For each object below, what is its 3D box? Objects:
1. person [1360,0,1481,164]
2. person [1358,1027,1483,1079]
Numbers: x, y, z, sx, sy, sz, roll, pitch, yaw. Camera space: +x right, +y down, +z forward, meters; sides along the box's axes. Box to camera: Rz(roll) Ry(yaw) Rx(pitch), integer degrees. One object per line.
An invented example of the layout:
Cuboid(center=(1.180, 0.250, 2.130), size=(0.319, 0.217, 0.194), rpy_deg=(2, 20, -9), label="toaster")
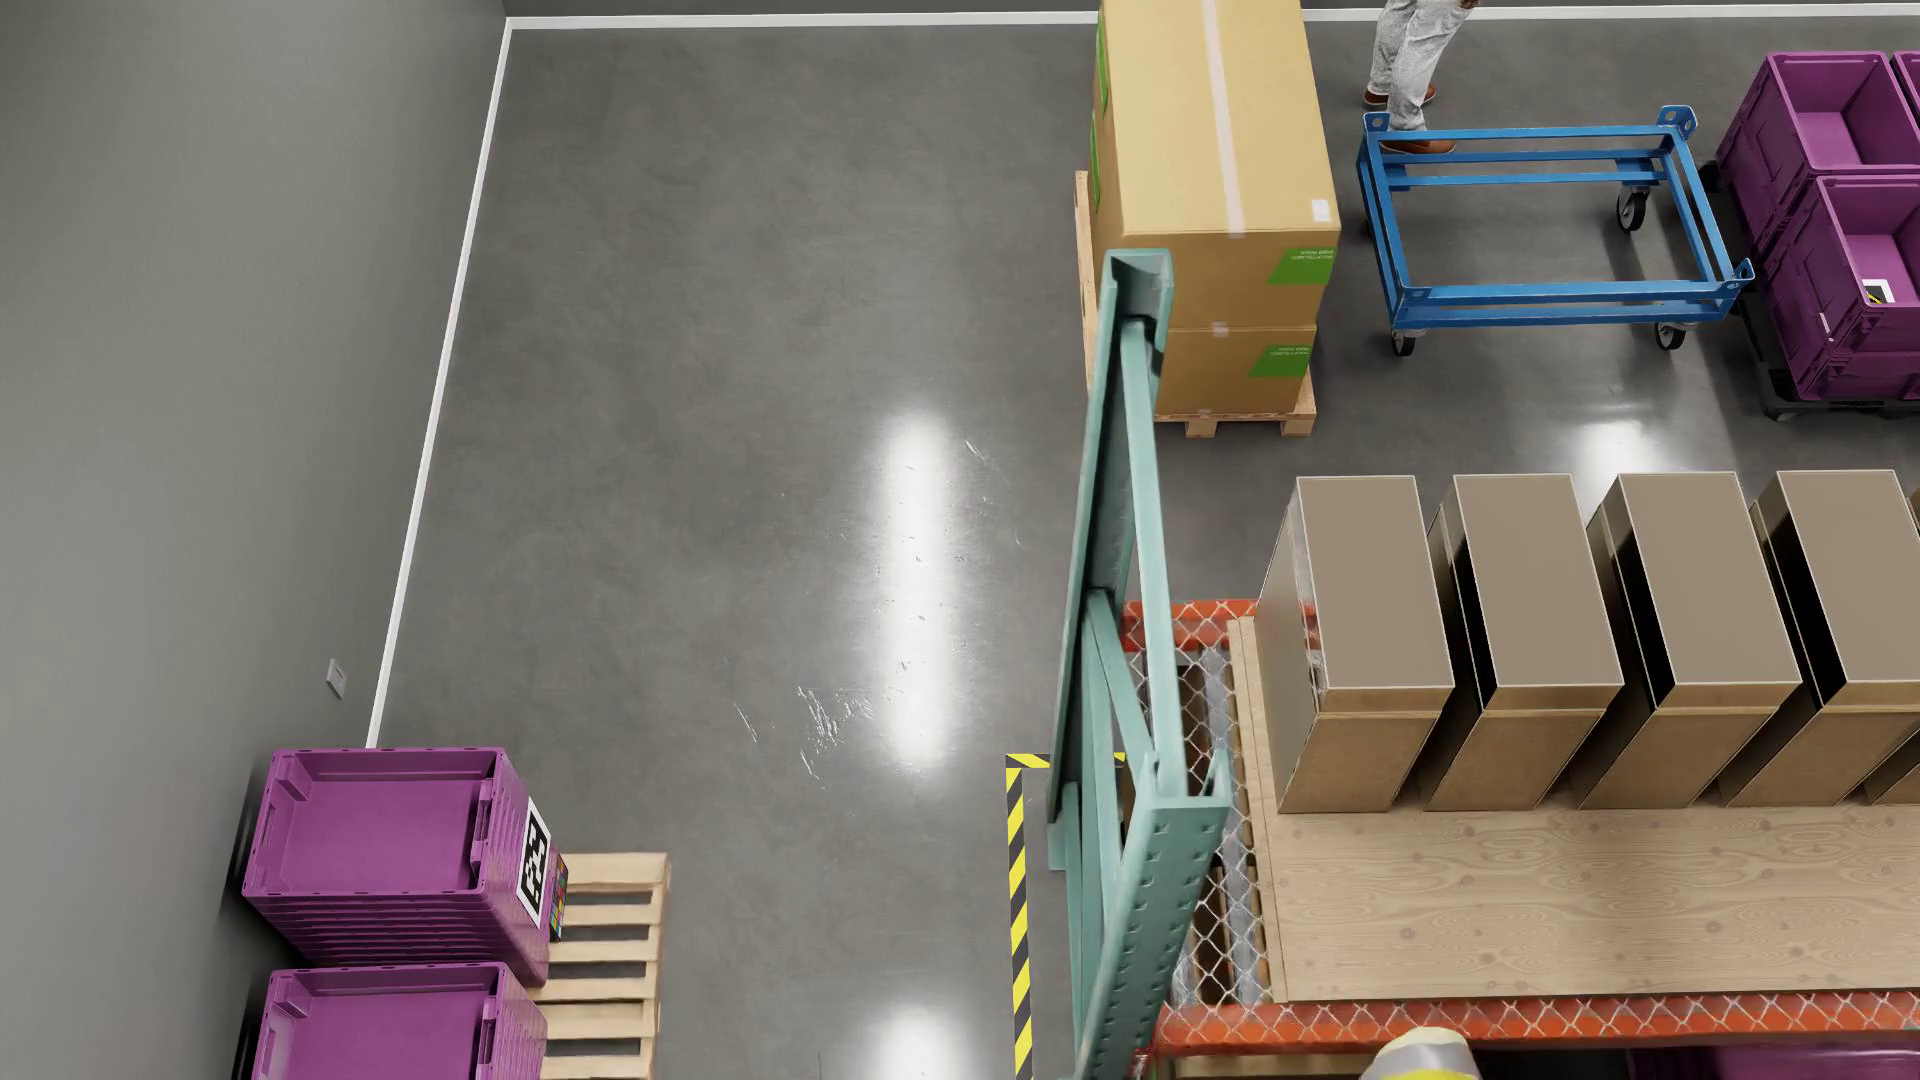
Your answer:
Cuboid(center=(1.822, -2.245, 6.079), size=(0.371, 1.941, 0.627), rpy_deg=(-2, 58, -1), label="person")
Cuboid(center=(0.931, 1.525, 3.767), size=(0.428, 1.819, 0.597), rpy_deg=(0, 58, 0), label="person")
